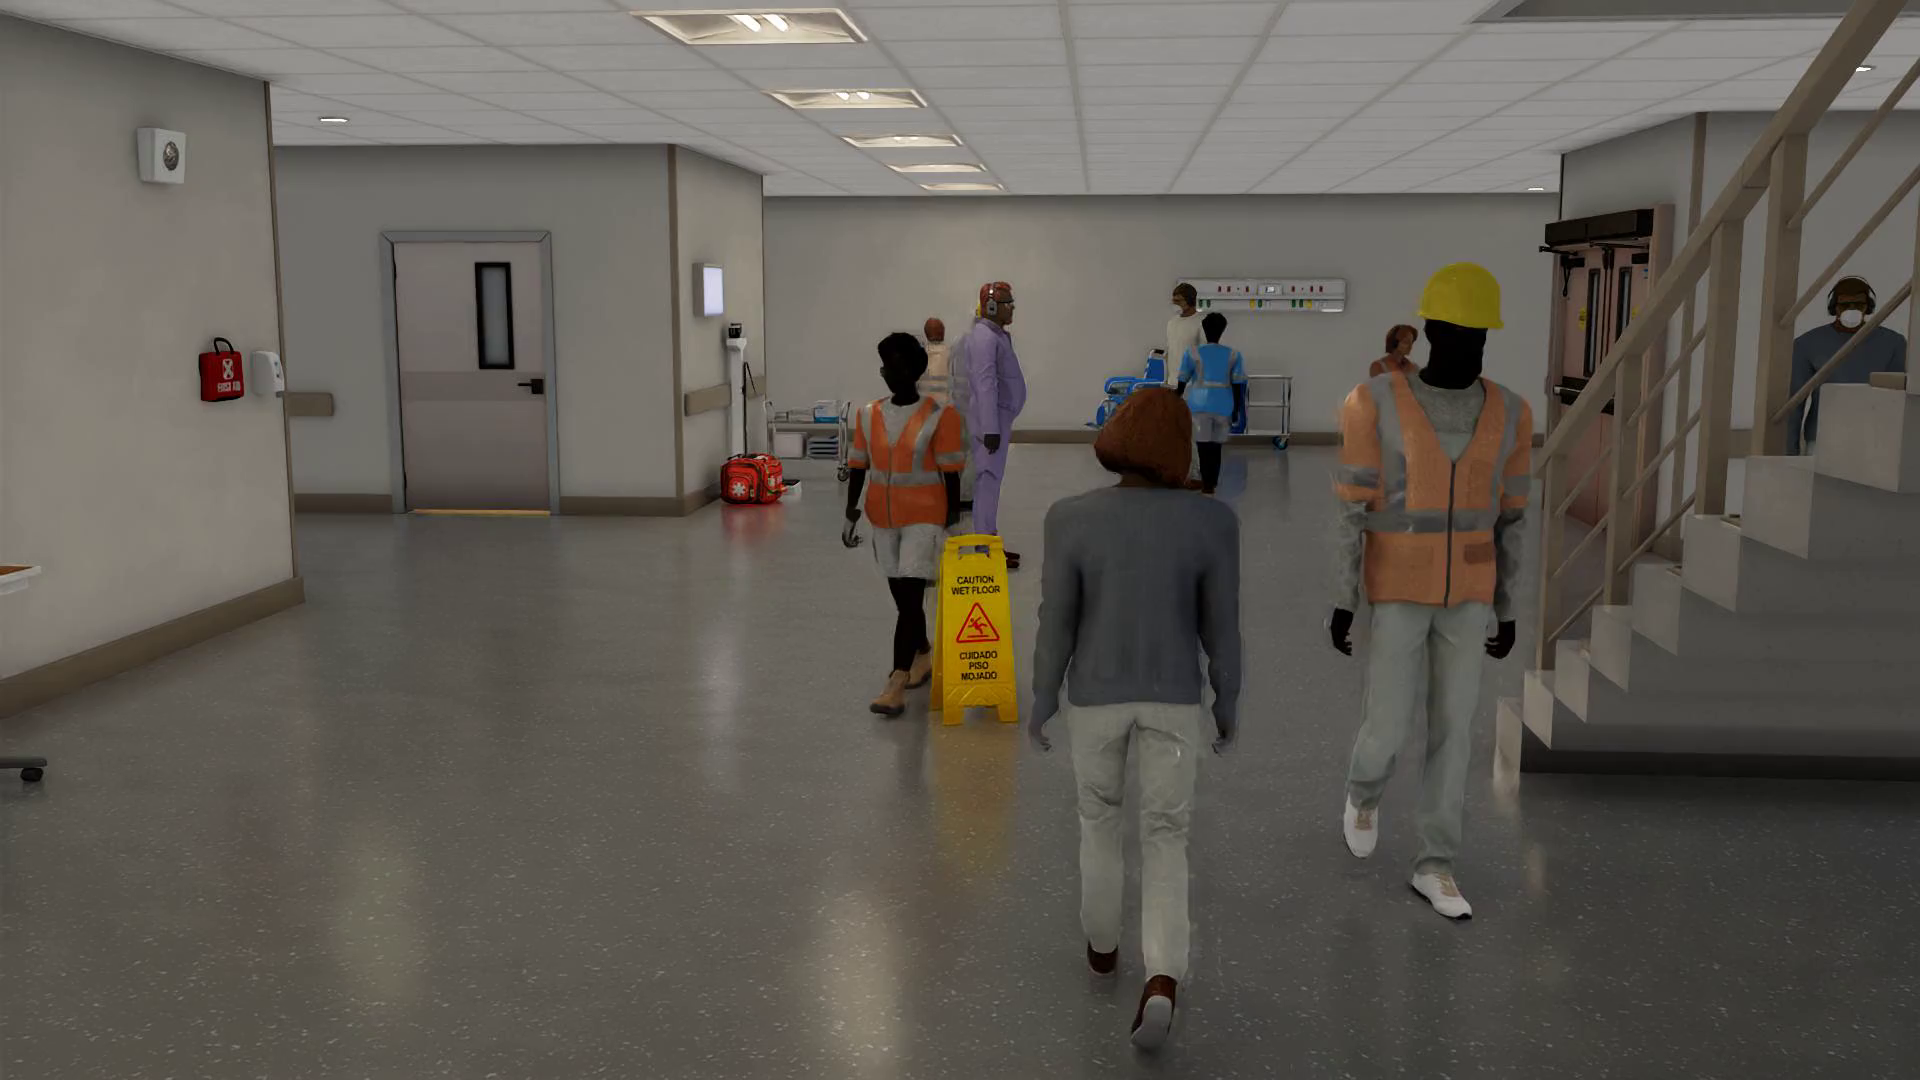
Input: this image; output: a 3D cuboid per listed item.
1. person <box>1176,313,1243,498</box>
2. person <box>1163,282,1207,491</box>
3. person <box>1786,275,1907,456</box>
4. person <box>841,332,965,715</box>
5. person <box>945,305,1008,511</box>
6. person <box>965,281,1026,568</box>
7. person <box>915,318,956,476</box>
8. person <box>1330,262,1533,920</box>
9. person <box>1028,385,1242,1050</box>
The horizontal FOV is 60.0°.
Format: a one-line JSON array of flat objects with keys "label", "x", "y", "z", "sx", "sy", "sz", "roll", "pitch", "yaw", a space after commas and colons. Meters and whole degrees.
[{"label": "person", "x": 2.119, "y": -1.114, "z": 14.323, "sx": 0.550, "sy": 1.659, "sz": 0.794, "roll": -1, "pitch": 8, "yaw": -10}, {"label": "person", "x": 2.101, "y": -1.416, "z": 15.457, "sx": 0.371, "sy": 1.933, "sz": 0.627, "roll": -5, "pitch": 10, "yaw": -33}, {"label": "person", "x": 5.049, "y": -0.540, "z": 9.523, "sx": 0.639, "sy": 1.928, "sz": 0.373, "roll": 2, "pitch": 9, "yaw": 16}, {"label": "person", "x": -0.261, "y": -0.093, "z": 7.405, "sx": 0.538, "sy": 1.650, "sz": 0.845, "roll": 5, "pitch": 10, "yaw": 29}, {"label": "person", "x": 0.161, "y": -1.118, "z": 13.930, "sx": 0.439, "sy": 1.787, "sz": 0.641, "roll": -4, "pitch": 9, "yaw": -28}, {"label": "person", "x": 0.242, "y": -0.773, "z": 11.177, "sx": 0.407, "sy": 1.908, "sz": 0.641, "roll": 1, "pitch": 8, "yaw": 4}, {"label": "person", "x": -0.248, "y": -1.372, "z": 16.285, "sx": 0.526, "sy": 1.596, "sz": 0.881, "roll": -2, "pitch": 9, "yaw": -15}, {"label": "person", "x": 1.391, "y": 0.136, "z": 4.973, "sx": 0.612, "sy": 1.911, "sz": 0.538, "roll": -1, "pitch": 8, "yaw": -6}, {"label": "person", "x": 0.436, "y": 0.415, "z": 4.138, "sx": 0.536, "sy": 1.597, "sz": 0.781, "roll": 1, "pitch": 8, "yaw": 4}]
